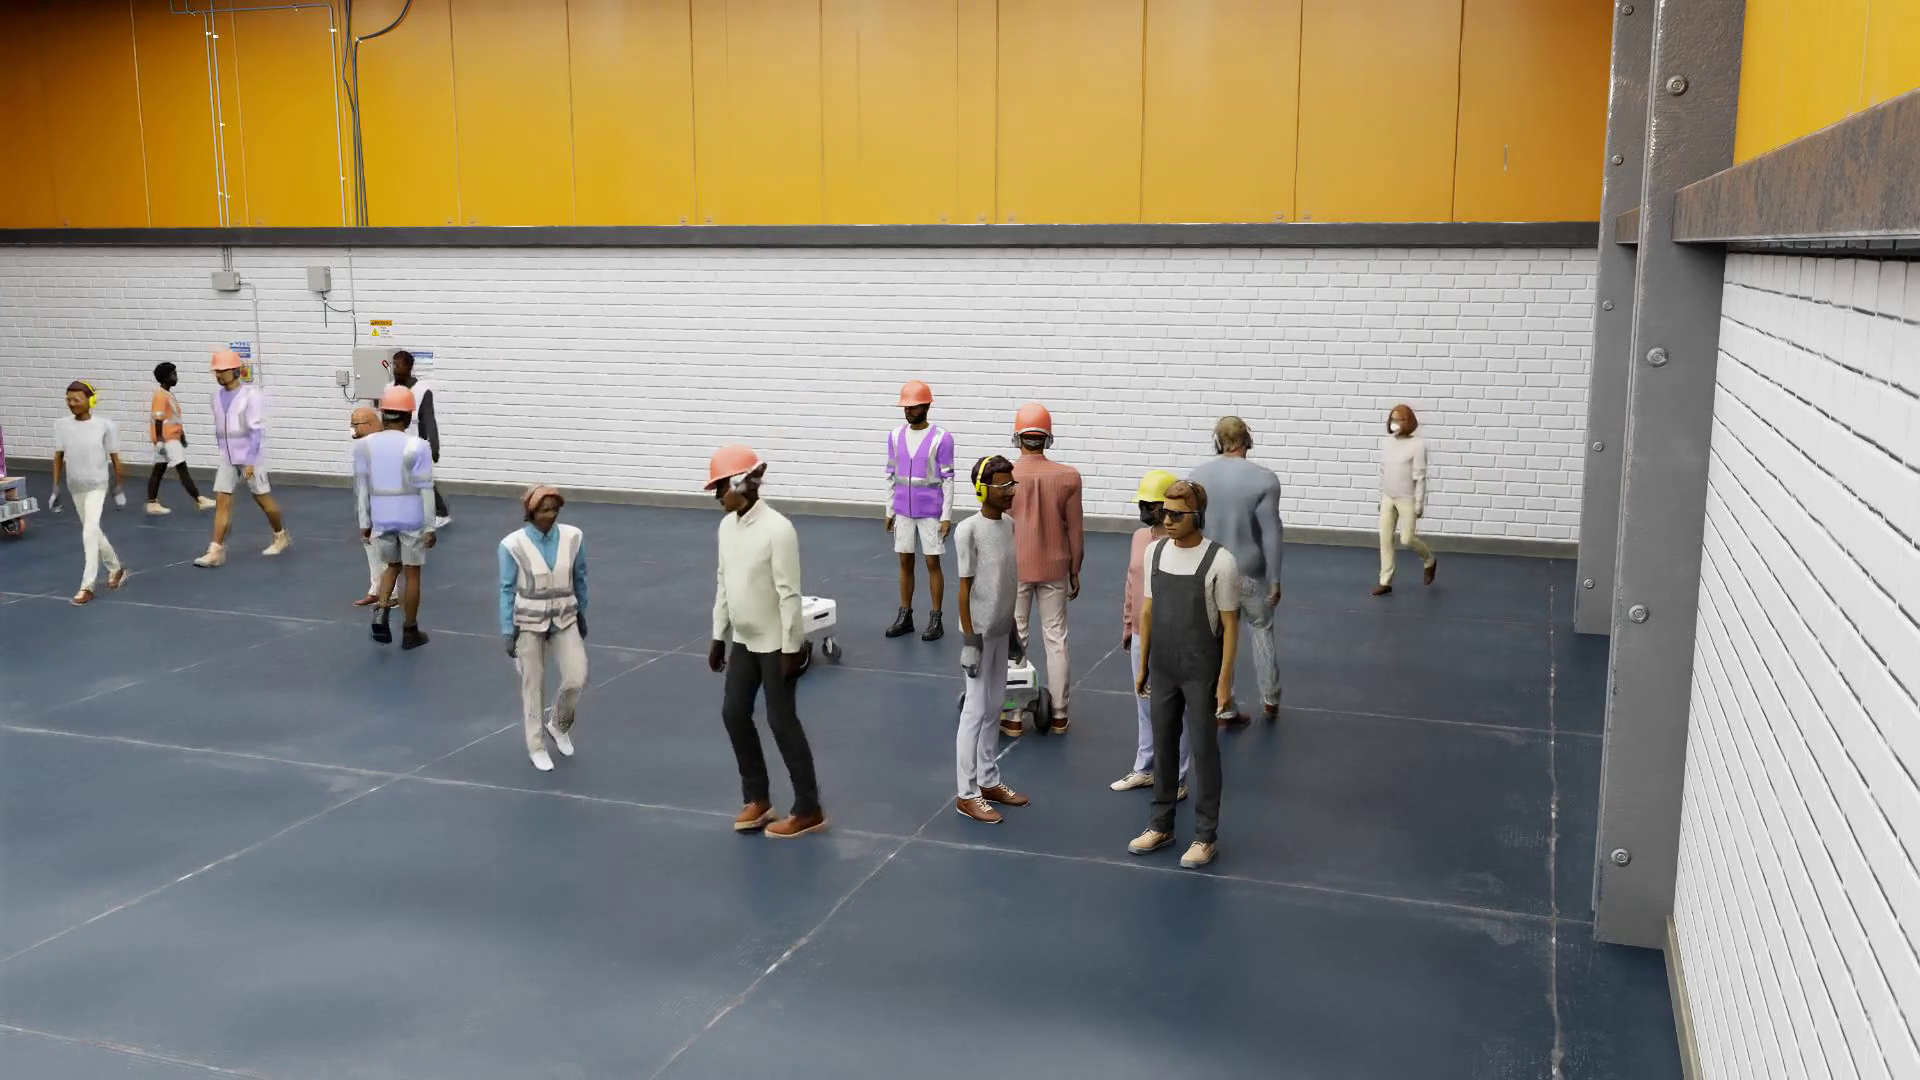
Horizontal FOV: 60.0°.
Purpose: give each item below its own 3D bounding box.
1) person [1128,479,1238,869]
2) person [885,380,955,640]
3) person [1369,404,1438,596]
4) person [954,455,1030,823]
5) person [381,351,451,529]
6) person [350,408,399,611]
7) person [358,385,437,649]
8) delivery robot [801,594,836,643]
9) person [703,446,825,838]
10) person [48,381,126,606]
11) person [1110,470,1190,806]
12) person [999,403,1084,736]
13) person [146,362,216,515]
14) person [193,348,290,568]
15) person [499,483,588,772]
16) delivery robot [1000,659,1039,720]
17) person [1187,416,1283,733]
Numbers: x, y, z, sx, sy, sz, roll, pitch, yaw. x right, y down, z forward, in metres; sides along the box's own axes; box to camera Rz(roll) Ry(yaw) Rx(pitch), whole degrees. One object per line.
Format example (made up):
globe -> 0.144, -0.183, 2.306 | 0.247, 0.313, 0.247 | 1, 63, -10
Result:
person -> 1.060, 0.624, 7.858 | 0.517, 1.843, 0.325 | 8, 13, 39
person -> -0.316, -0.220, 12.346 | 0.552, 1.937, 0.356 | 5, 11, 24
person -> 3.740, -0.339, 13.920 | 0.617, 1.619, 0.499 | -7, 12, -33
person -> 0.169, 0.492, 8.529 | 0.328, 1.873, 0.517 | 6, 12, 30
person -> -5.557, -0.987, 16.866 | 0.586, 1.875, 1.009 | 6, 12, 32
person -> -4.724, -0.247, 13.357 | 0.264, 1.632, 0.507 | -9, 14, -43
person -> -4.045, -0.150, 11.996 | 0.563, 1.918, 0.469 | 2, 10, 9
delivery robot -> -1.171, 0.563, 11.571 | 0.477, 0.478, 0.707 | 6, 11, 29
person -> -1.002, 0.502, 8.282 | 0.427, 1.947, 0.625 | -9, 13, -41
person -> -7.246, -0.427, 13.858 | 0.513, 1.831, 0.973 | 0, 10, 1
person -> 1.032, 0.509, 8.731 | 0.310, 1.769, 0.525 | -6, 12, -32
person -> 0.434, 0.182, 9.920 | 0.610, 1.996, 0.379 | -1, 10, -8
person -> -8.473, -1.094, 18.029 | 0.835, 1.652, 0.557 | -3, 11, -18
person -> -6.643, -0.770, 15.325 | 0.614, 1.993, 1.048 | 3, 11, 18
person -> -2.301, 0.488, 9.240 | 0.537, 1.623, 0.364 | -7, 12, -34
delivery robot -> 0.256, 0.812, 10.167 | 0.477, 0.478, 0.707 | -1, 10, -9
person -> 1.712, 0.193, 10.166 | 0.663, 1.890, 0.778 | 6, 12, 30
